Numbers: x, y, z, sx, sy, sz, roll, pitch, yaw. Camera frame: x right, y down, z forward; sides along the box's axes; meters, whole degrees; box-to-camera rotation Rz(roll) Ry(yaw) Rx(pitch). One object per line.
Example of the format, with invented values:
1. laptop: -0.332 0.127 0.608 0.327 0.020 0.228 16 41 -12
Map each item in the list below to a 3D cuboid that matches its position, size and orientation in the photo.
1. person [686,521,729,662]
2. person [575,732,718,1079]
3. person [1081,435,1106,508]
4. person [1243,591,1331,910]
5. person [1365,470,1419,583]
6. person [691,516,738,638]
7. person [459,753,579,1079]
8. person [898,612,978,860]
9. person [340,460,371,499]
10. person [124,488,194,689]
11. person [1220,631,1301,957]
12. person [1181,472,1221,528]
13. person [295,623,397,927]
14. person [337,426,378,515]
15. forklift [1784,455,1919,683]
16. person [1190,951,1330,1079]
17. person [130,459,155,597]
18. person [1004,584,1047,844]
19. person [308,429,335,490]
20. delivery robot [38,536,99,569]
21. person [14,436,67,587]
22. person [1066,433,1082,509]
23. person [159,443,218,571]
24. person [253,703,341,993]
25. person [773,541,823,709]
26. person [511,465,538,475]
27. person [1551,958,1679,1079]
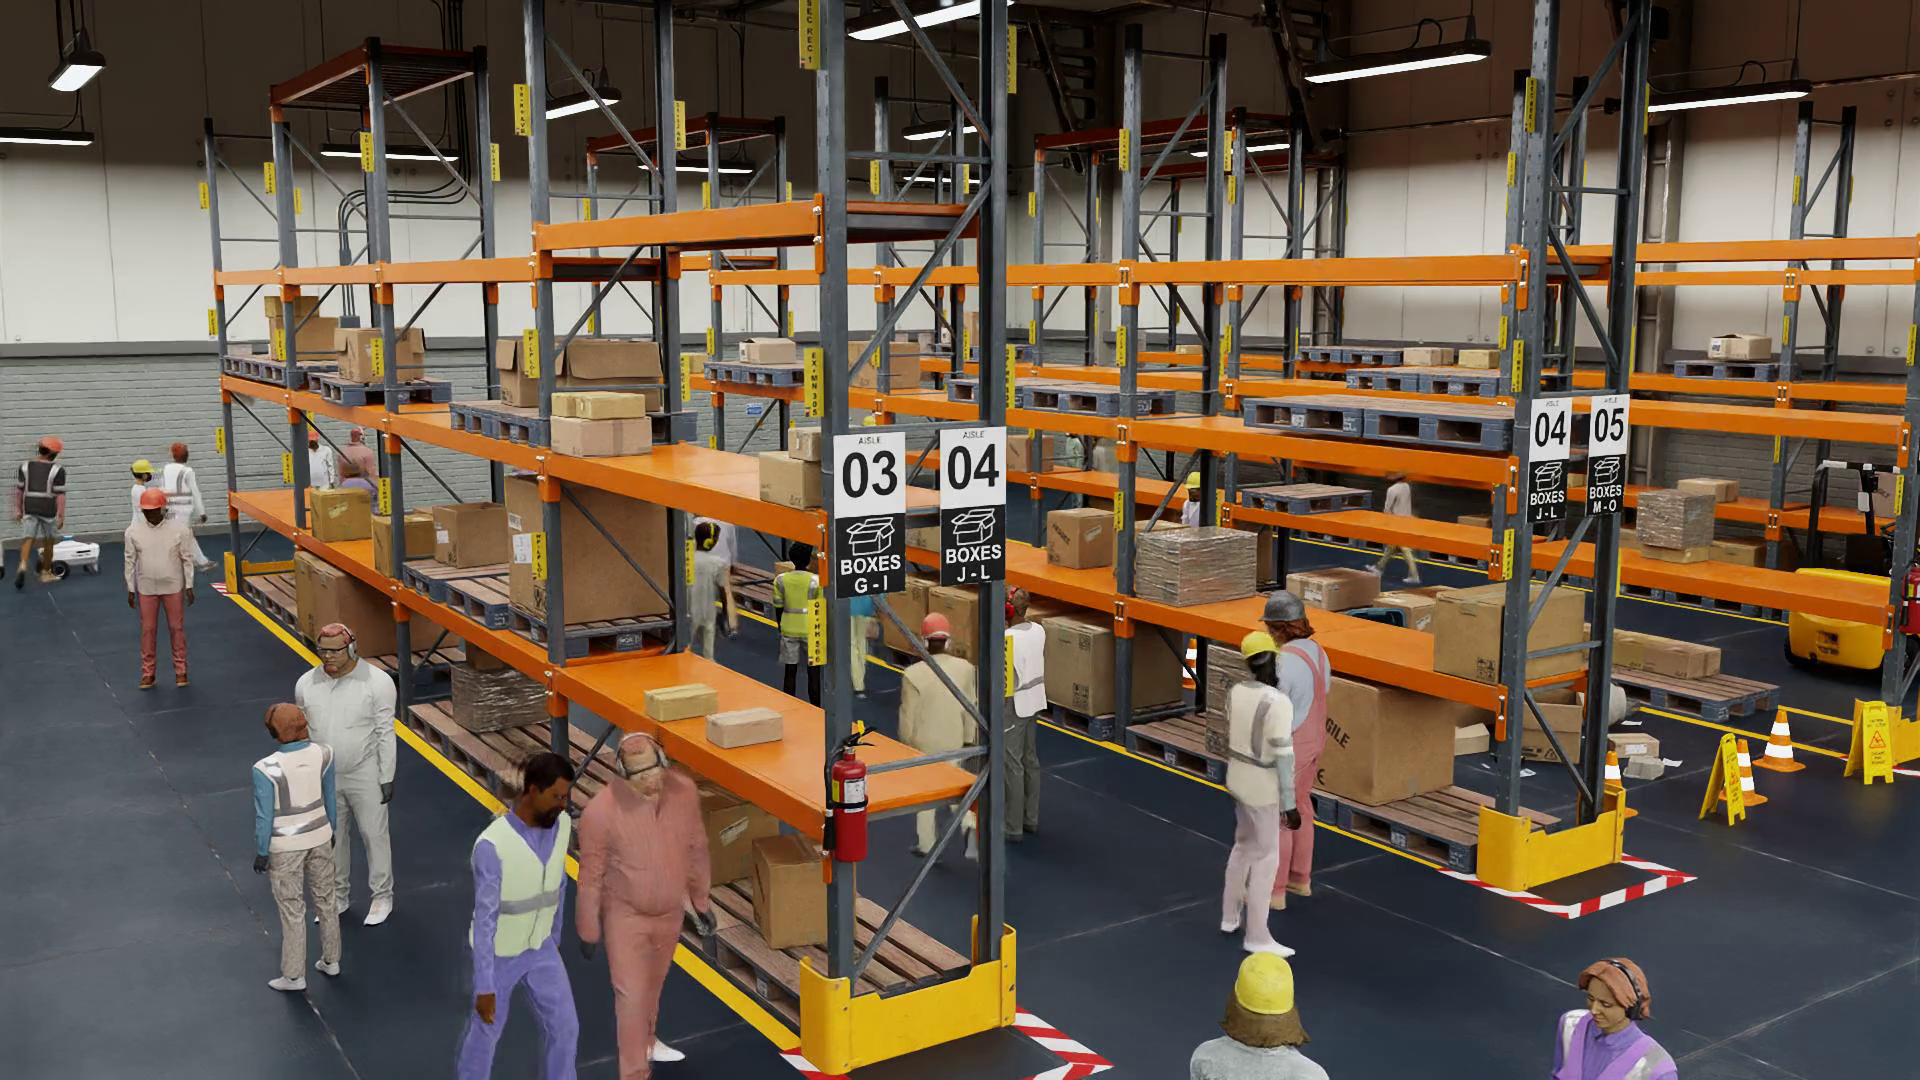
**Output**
1. person: -2.398 0.738 15.203 0.572 1.829 0.610 -1 9 -6
2. person: -1.530 1.800 8.050 0.796 1.857 0.665 8 12 43
3. person: 2.050 -0.764 25.131 0.601 1.832 0.682 2 9 15
4. person: 2.056 1.311 10.636 0.535 2.000 0.686 6 11 37
5. person: 5.835 -0.230 22.381 0.882 1.576 0.514 8 11 41
6. person: -2.767 0.247 18.808 0.573 1.715 0.897 -5 10 -32
7. person: -1.964 1.881 7.428 0.812 1.858 0.751 5 10 31
8. person: -0.130 1.364 11.303 0.567 1.731 0.532 -6 10 -33
9. person: -8.323 -0.302 22.791 0.692 1.604 0.537 5 10 30
10. person: -7.871 0.474 16.369 0.616 1.990 0.393 -3 9 -18
11. person: 1.784 1.503 9.902 0.381 1.883 0.667 -3 9 -20
12. person: 2.770 0.113 19.361 0.403 1.820 0.595 -5 10 -33
13. person: -3.787 1.443 10.247 0.635 1.900 0.397 0 9 2
14. person: -8.892 -0.732 24.680 0.642 1.909 0.399 3 9 21
15. forklift: 9.643 0.253 17.172 2.313 2.155 1.214 -6 10 -33
16. person: 1.007 2.218 5.573 0.493 1.746 0.282 4 9 25
17. person: -10.418 -0.149 21.265 0.326 1.767 0.533 -4 9 -24
18. person: 0.409 1.230 11.807 0.390 1.850 0.564 5 10 31
19. person: -10.296 -0.933 26.583 0.574 1.738 0.352 -4 9 -25
20. delivery robot: -12.173 0.187 22.728 0.477 0.478 0.707 7 11 41
21. person: -12.151 -0.358 21.933 0.689 1.989 0.810 -1 9 -4
22. person: 1.975 -1.235 28.957 0.277 1.630 0.503 -3 9 -18
23. person: -10.665 -0.413 22.823 0.598 1.832 1.006 4 10 27
24. person: -3.708 1.709 9.315 0.310 1.639 0.514 6 10 33
25. person: -1.412 0.837 14.930 0.533 1.697 0.318 2 9 16
26. person: -6.170 -0.644 23.796 0.600 2.002 0.822 0 9 3
27. person: 2.267 2.238 5.822 0.313 1.634 0.514 -4 9 -25
